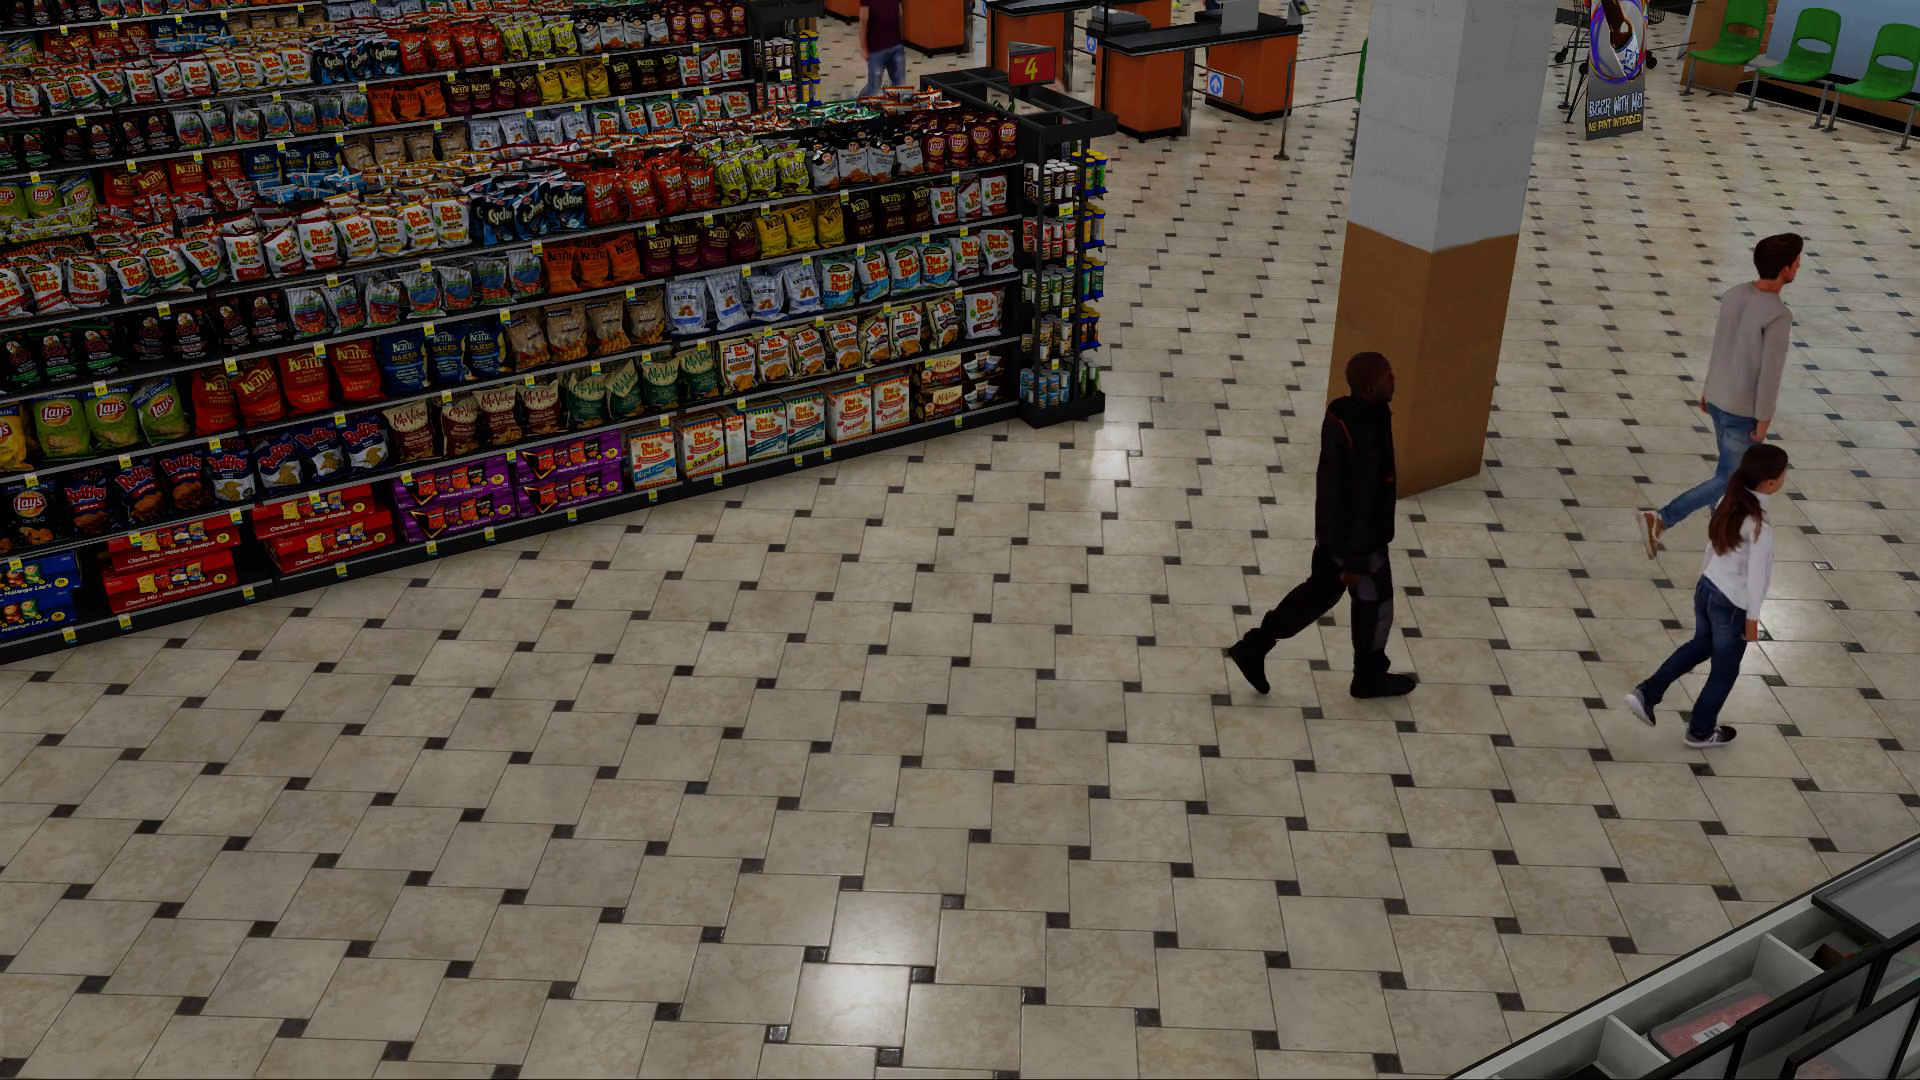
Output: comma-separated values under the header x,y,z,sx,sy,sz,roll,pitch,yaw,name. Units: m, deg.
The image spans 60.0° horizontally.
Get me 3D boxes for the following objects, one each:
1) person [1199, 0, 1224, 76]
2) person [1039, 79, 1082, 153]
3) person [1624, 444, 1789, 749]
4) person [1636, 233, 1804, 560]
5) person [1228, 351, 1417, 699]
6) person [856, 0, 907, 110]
x,y,z,sx,sy,sz,roll,pitch,yaw,name
3.034,-6.308,19.286,0.663,1.792,0.719,8,30,14,person
0.703,-2.668,12.724,1.080,1.691,0.812,-9,30,-15,person
3.362,0.283,7.473,0.857,1.544,0.675,-5,29,-10,person
4.116,-0.714,8.947,1.181,1.882,0.887,-6,29,-11,person
1.725,-0.035,7.773,1.266,1.815,0.997,-3,29,-6,person
-0.814,-5.029,16.903,0.963,1.831,0.718,-16,32,-27,person
